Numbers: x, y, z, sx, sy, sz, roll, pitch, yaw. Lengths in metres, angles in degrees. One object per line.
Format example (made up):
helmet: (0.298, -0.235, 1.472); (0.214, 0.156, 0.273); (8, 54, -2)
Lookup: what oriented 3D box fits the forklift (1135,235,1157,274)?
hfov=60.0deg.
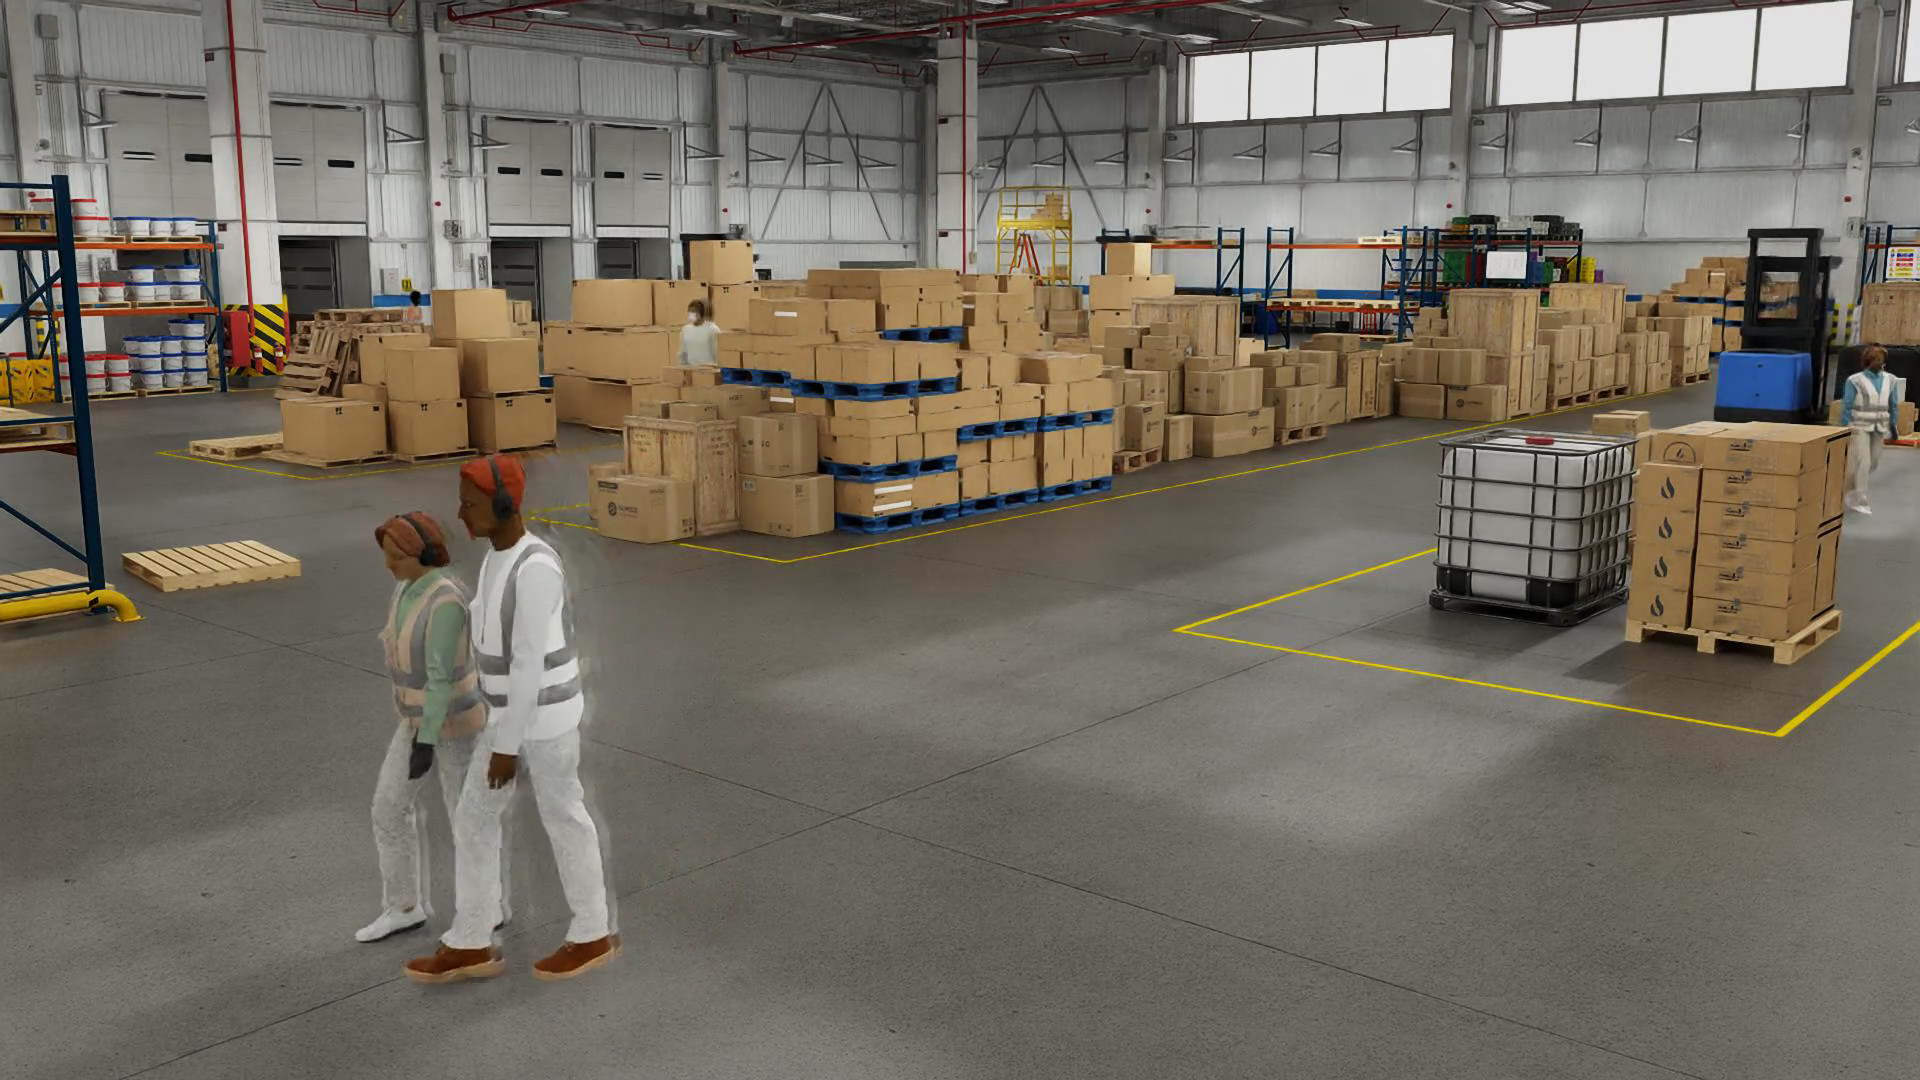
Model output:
forklift: (4.196, -5.547, 37.973); (1.873, 2.768, 1.129); (2, 10, 14)

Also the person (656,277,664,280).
person: (-6.463, -4.718, 35.978); (0.632, 1.930, 0.387); (-4, 11, -23)

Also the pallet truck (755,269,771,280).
pallet truck: (-4.996, -6.432, 45.525); (1.885, 1.965, 0.823); (-6, 12, -32)

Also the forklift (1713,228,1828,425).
forklift: (11.652, -3.042, 23.713); (1.129, 2.768, 1.873); (8, 13, 40)

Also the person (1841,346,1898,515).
person: (8.788, -1.085, 16.185); (0.520, 1.622, 0.687); (-1, 10, -7)

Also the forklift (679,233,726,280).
forklift: (-5.031, -4.620, 32.696); (1.873, 2.768, 1.129); (8, 13, 40)

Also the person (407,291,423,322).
person: (-11.303, -4.341, 34.606); (0.867, 1.648, 0.547); (0, 10, 0)

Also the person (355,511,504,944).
person: (-1.959, 0.699, 5.992); (0.613, 1.616, 0.518); (-9, 13, -42)

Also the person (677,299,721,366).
person: (-3.214, -1.988, 20.460); (0.642, 1.921, 0.577); (9, 13, 42)

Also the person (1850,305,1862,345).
person: (15.420, -3.359, 28.235); (0.568, 1.924, 0.453); (2, 10, 12)

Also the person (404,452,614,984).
person: (-1.585, 0.634, 5.691); (0.818, 1.856, 0.569); (-7, 12, -35)
